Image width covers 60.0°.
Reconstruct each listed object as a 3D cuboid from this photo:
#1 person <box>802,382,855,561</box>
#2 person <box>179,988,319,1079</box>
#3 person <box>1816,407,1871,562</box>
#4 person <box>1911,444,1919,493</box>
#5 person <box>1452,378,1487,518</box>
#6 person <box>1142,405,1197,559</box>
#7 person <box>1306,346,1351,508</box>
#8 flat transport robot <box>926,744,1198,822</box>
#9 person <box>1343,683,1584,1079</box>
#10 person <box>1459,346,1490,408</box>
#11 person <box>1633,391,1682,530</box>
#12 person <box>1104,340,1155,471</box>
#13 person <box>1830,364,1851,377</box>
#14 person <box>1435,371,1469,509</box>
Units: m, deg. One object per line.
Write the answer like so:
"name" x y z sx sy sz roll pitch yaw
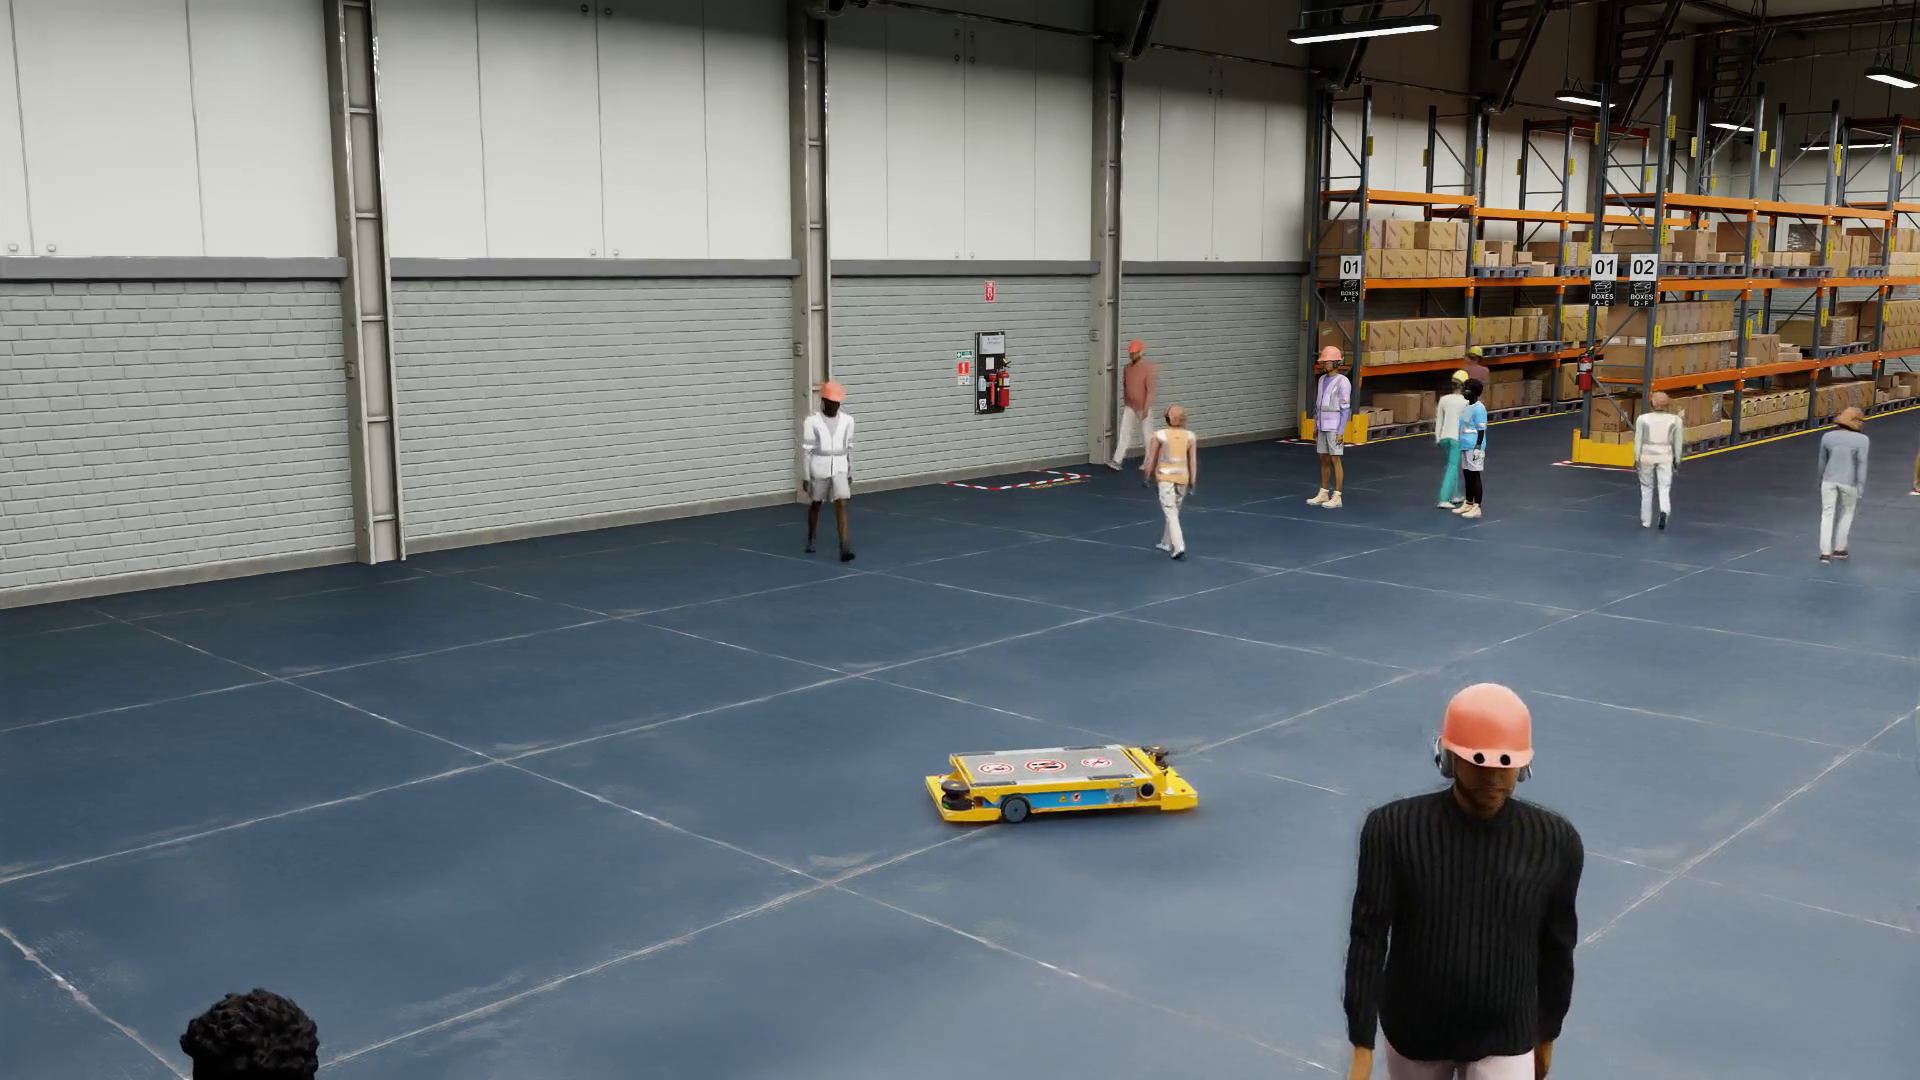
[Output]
"person" -1.376 -0.729 17.387 0.561 1.861 1.124 -3 10 -15
"person" -1.296 1.671 3.226 0.320 1.692 0.531 -8 12 -40
"person" 9.120 -0.576 17.197 0.547 1.590 0.699 9 13 44
"person" 9.919 -0.599 16.715 0.547 1.816 0.650 2 10 12
"person" 6.207 -1.117 20.204 0.316 1.695 0.541 -1 9 -3
"person" 2.243 -0.618 17.463 0.524 1.601 0.856 -3 10 -19
"person" 4.661 -1.423 21.022 0.379 2.044 0.607 -4 10 -24
"flat transport robot" 0.561 1.363 9.420 1.431 0.197 0.652 -2 10 -10
"person" 1.351 1.341 4.493 0.618 1.939 1.032 2 10 12
"person" 8.424 -2.312 27.321 0.531 1.754 0.431 8 13 42
"person" 8.029 -0.904 19.152 0.521 1.619 0.643 3 10 17
"person" 2.557 -1.971 24.608 0.633 1.946 0.999 9 13 44
"person" 20.241 -4.128 38.103 0.831 1.857 0.580 -2 10 -13
"person" 6.324 -1.266 21.005 0.808 1.729 0.521 -6 11 -32
